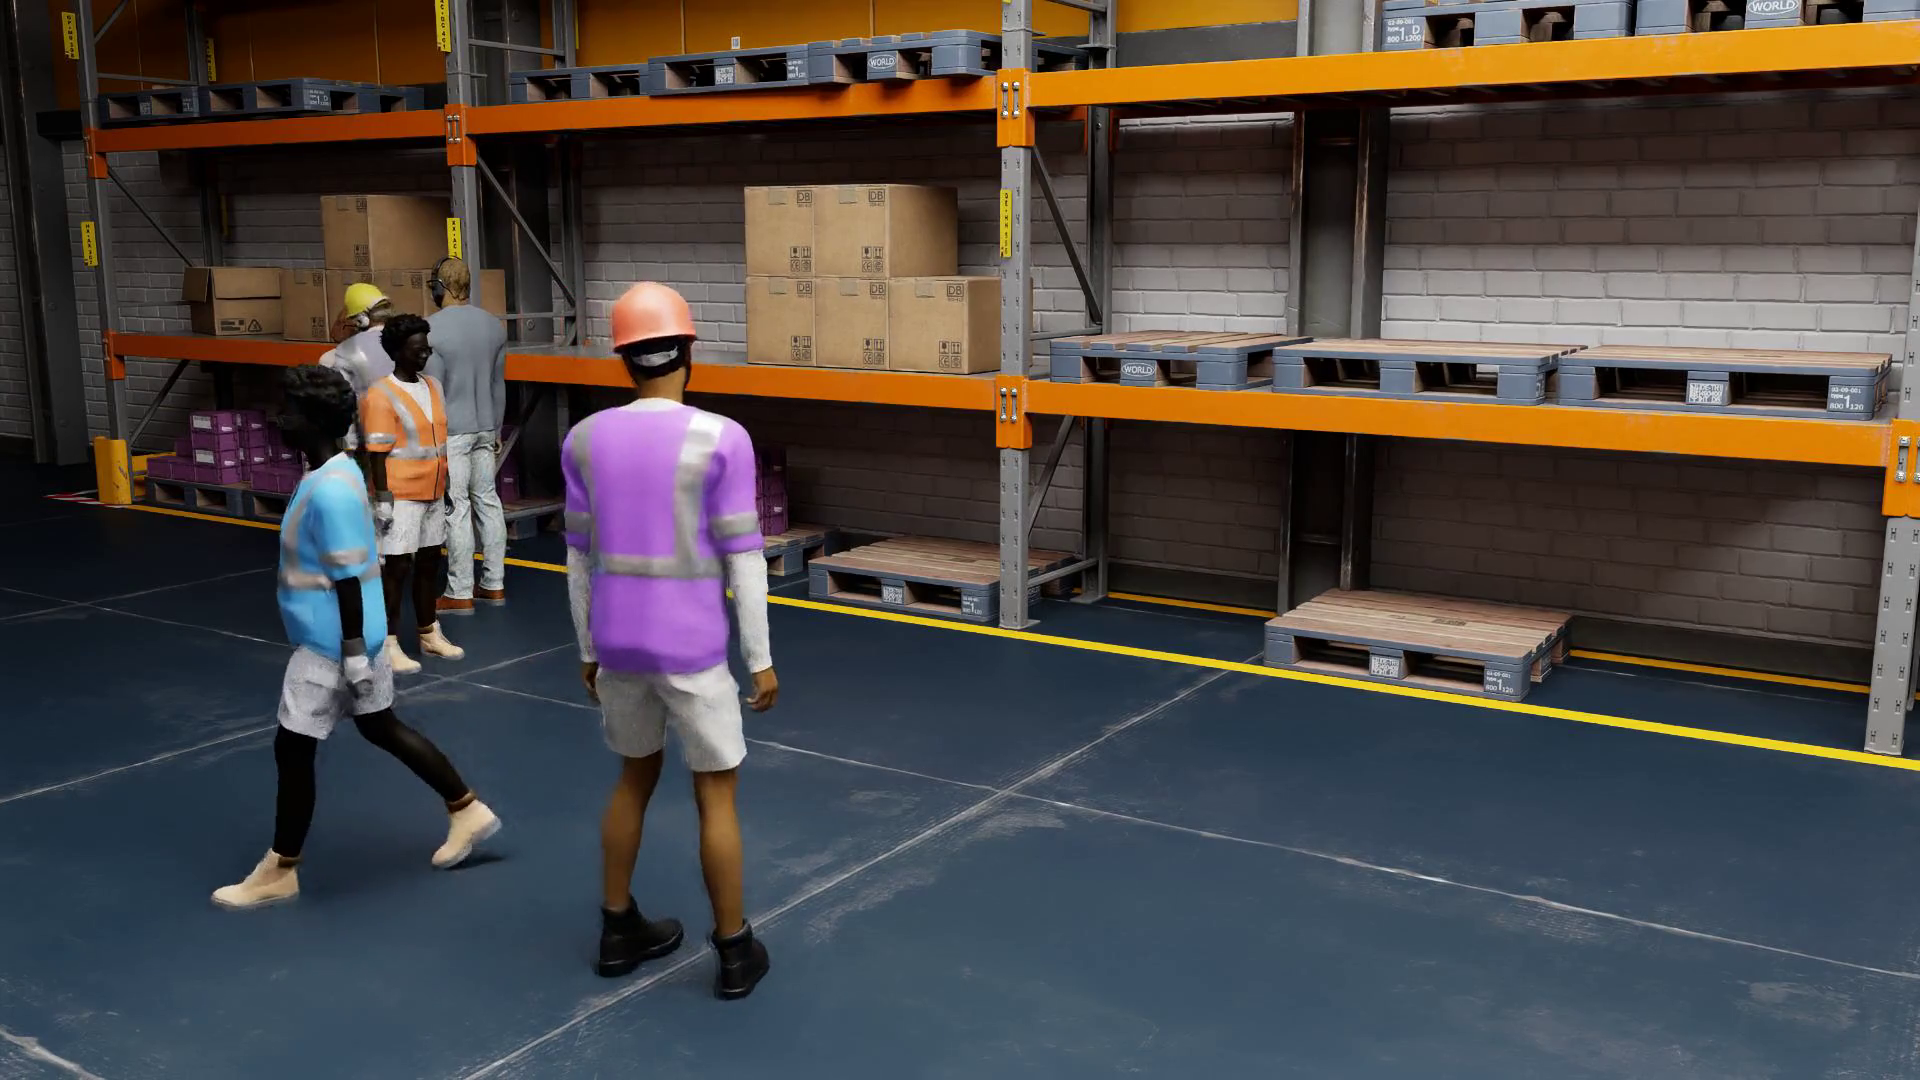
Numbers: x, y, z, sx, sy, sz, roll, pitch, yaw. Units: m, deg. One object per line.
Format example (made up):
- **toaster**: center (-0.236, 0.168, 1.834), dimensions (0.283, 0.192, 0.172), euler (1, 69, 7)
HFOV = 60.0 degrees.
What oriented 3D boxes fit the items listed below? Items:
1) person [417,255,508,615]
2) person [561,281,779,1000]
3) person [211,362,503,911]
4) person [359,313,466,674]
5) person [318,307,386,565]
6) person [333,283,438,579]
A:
- **person**: center (-2.713, -0.563, 9.031), dimensions (0.364, 1.939, 0.636), euler (5, 11, 26)
- **person**: center (-0.770, 0.269, 4.494), dimensions (0.583, 1.919, 0.421), euler (4, 11, 21)
- **person**: center (-1.870, 0.277, 5.123), dimensions (0.850, 1.662, 0.533), euler (-4, 11, -20)
- **person**: center (-2.580, -0.216, 7.820), dimensions (0.320, 1.687, 0.533), euler (3, 11, 19)
- **person**: center (-3.705, -0.620, 10.225), dimensions (0.271, 1.629, 0.499), euler (5, 11, 27)
- **person**: center (-3.387, -0.639, 9.931), dimensions (0.643, 1.762, 0.917), euler (-7, 12, -34)
